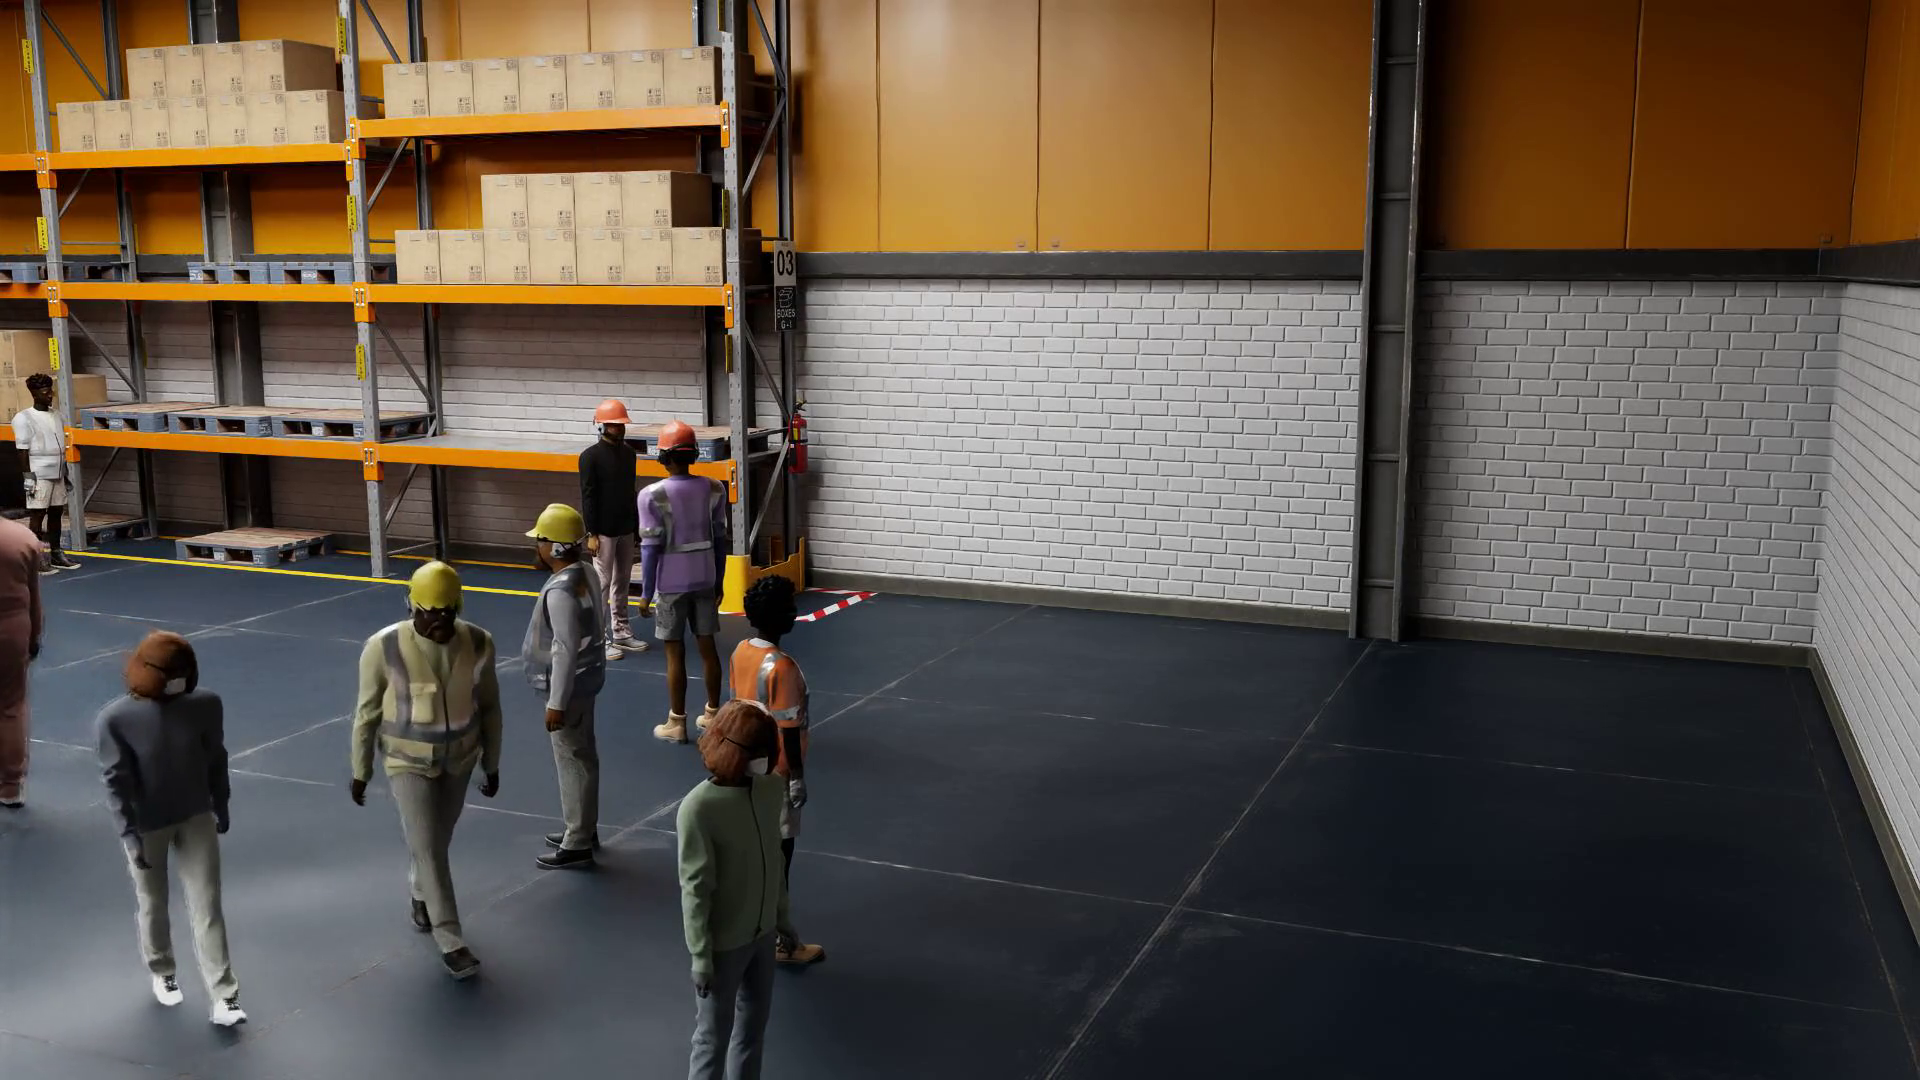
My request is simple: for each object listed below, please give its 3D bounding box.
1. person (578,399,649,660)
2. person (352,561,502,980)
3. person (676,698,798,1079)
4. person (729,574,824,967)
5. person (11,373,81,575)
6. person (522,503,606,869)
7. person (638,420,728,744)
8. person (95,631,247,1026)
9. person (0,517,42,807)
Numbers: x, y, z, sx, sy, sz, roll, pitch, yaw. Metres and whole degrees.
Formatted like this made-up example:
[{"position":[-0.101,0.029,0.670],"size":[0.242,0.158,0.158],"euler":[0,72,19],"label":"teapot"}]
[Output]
[{"position":[-2.668,-0.090,12.824],"size":[0.382,1.994,0.613],"euler":[5,10,26],"label":"person"},{"position":[-2.304,0.944,7.250],"size":[0.621,1.769,0.959],"euler":[-8,12,-39],"label":"person"},{"position":[-0.716,1.309,5.439],"size":[0.283,1.633,0.498],"euler":[5,11,30],"label":"person"},{"position":[-0.813,0.987,7.201],"size":[0.318,1.696,0.536],"euler":[-6,11,-32],"label":"person"},{"position":[-8.967,-0.653,16.327],"size":[0.368,1.966,0.602],"euler":[2,10,10],"label":"person"},{"position":[-1.985,0.726,8.362],"size":[0.403,1.837,0.591],"euler":[-1,9,-3],"label":"person"},{"position":[-1.758,0.266,10.520],"size":[0.605,2.045,0.386],"euler":[-7,12,-36],"label":"person"},{"position":[-3.107,1.140,6.586],"size":[0.503,1.594,0.776],"euler":[-8,12,-40],"label":"person"},{"position":[-5.389,0.564,9.175],"size":[0.423,1.893,0.654],"euler":[7,12,38],"label":"person"}]
